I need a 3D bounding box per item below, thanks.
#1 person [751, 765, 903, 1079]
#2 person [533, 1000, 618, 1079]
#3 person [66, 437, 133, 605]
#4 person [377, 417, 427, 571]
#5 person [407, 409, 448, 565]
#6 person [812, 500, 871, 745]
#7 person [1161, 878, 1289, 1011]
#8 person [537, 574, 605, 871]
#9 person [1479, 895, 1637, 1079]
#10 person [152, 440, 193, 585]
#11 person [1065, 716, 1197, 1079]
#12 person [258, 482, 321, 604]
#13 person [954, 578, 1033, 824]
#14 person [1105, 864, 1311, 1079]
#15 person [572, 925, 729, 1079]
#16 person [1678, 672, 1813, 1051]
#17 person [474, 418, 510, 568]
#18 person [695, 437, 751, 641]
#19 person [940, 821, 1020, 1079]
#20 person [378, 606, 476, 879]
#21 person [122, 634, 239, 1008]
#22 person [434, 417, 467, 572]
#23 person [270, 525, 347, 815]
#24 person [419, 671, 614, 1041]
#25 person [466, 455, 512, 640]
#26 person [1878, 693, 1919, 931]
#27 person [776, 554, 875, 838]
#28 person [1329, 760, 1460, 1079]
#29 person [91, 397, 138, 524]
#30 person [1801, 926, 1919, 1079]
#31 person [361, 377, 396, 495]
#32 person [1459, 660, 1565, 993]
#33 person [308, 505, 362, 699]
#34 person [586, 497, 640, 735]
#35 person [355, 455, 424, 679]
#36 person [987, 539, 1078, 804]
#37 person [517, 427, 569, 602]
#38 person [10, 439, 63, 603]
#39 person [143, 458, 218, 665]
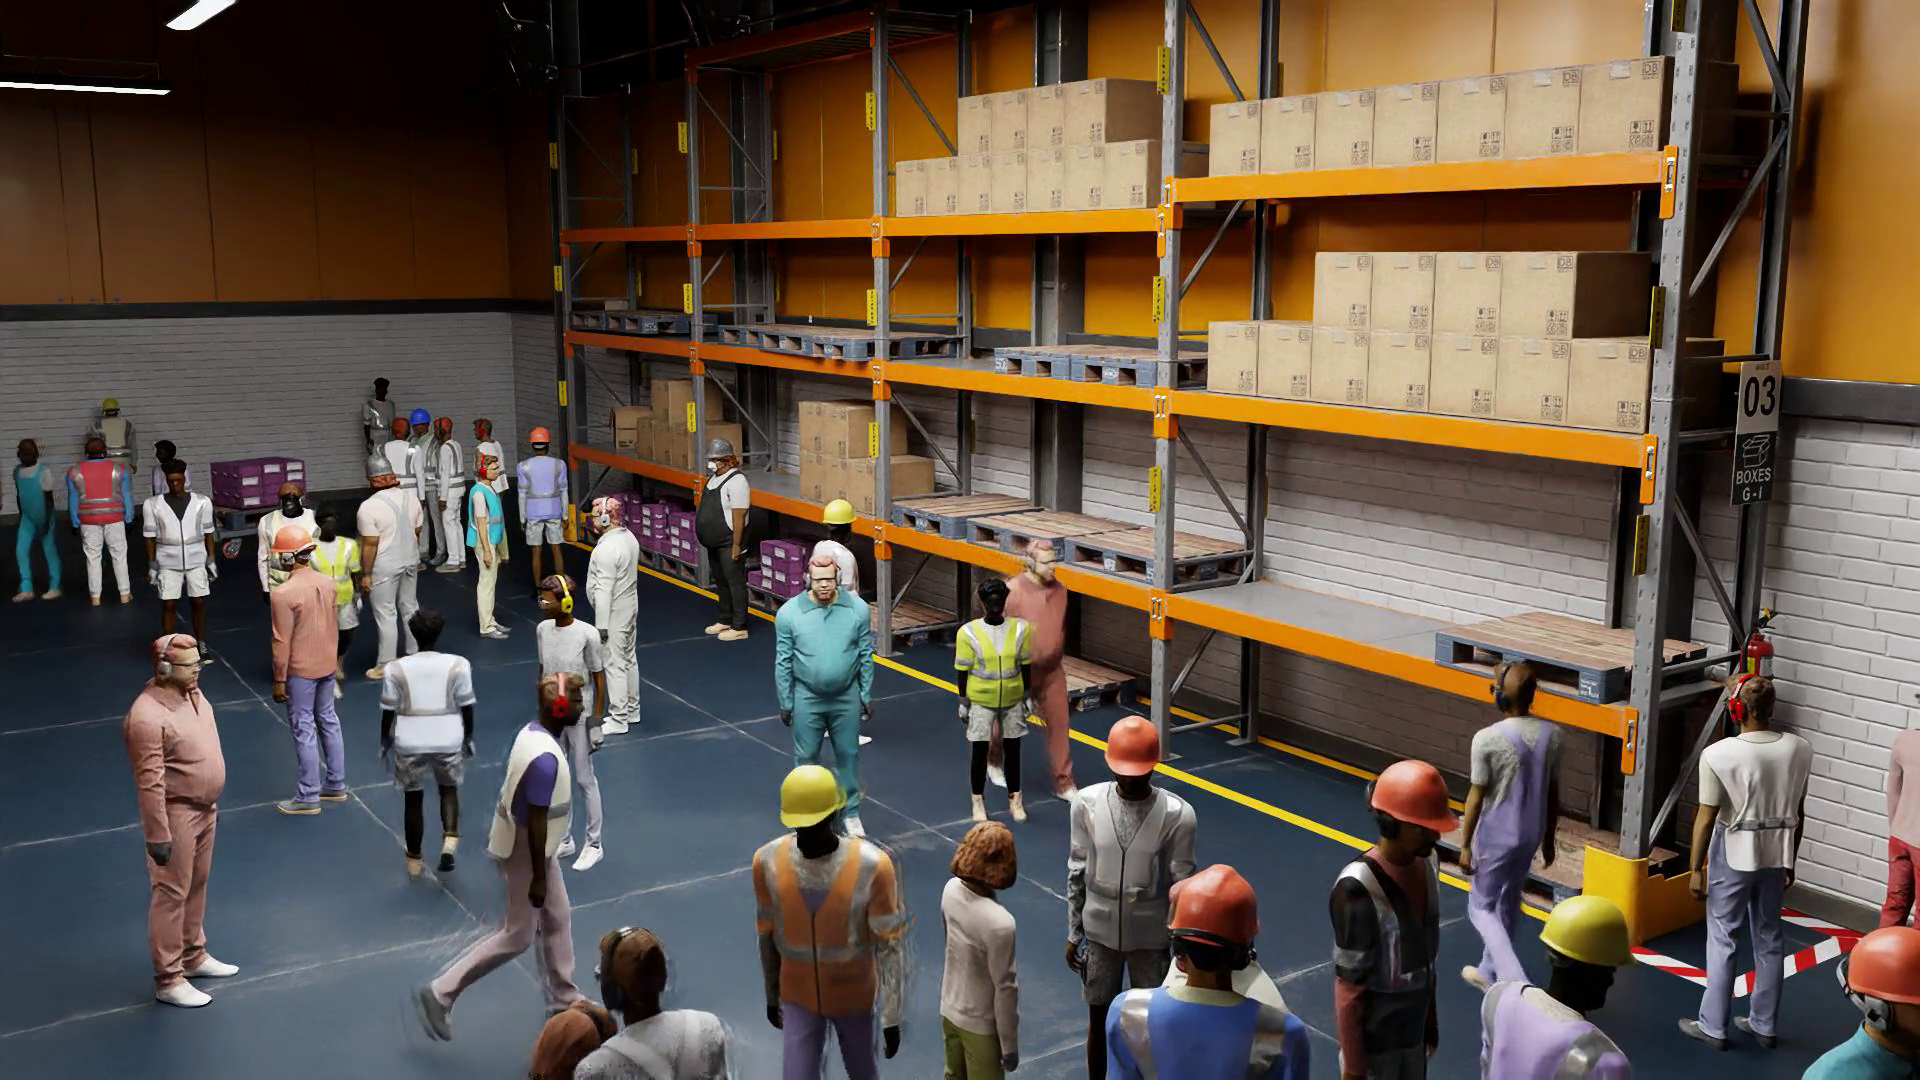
[{"bbox_3d":[-0.510,1.770,6.551,0.634,1.887,0.974,2,10,11],"label":"person"},{"bbox_3d":[-1.176,2.172,4.981,0.569,1.579,0.866,0,10,0],"label":"person"},{"bbox_3d":[-9.403,-0.207,18.218,0.634,1.841,0.429,-5,11,-29],"label":"person"},{"bbox_3d":[-6.719,-0.542,20.072,0.569,1.882,0.338,1,10,6],"label":"person"},{"bbox_3d":[-6.607,-0.660,20.570,0.615,1.943,0.403,5,11,25],"label":"person"},{"bbox_3d":[-0.937,0.642,12.978,0.367,1.927,0.594,-6,11,-32],"label":"person"},{"bbox_3d":[0.781,1.976,5.260,0.400,1.894,0.653,-3,10,-19],"label":"person"},{"bbox_3d":[-2.434,1.126,10.336,0.518,1.862,0.323,5,11,28],"label":"person"},{"bbox_3d":[1.815,1.997,5.073,0.391,1.915,0.592,-4,10,-21],"label":"person"},{"bbox_3d":[-9.156,-0.323,19.321,0.540,1.695,0.317,3,10,18],"label":"person"},{"bbox_3d":[0.711,1.665,7.000,0.550,1.926,0.388,3,10,18],"label":"person"},{"bbox_3d":[-5.830,0.405,14.626,0.624,1.845,0.430,-2,10,-14],"label":"person"},{"bbox_3d":[0.227,1.075,11.154,0.539,1.687,0.320,-2,10,-14],"label":"person"},{"bbox_3d":[0.733,1.953,4.946,0.607,2.044,0.376,3,10,17],"label":"person"},{"bbox_3d":[-1.007,2.042,5.127,0.933,1.799,0.518,9,13,41],"label":"person"},{"bbox_3d":[3.760,1.547,7.941,0.560,1.836,0.393,-2,10,-9],"label":"person"},{"bbox_3d":[-5.744,-0.573,20.398,0.397,1.834,0.573,2,10,9],"label":"person"},{"bbox_3d":[-2.374,-0.025,16.567,0.535,2.000,0.683,-7,12,-34],"label":"person"},{"bbox_3d":[0.078,1.892,6.539,0.288,1.626,0.496,-5,11,-29],"label":"person"},{"bbox_3d":[-3.240,1.251,10.129,0.586,1.674,0.477,-3,10,-19],"label":"person"},{"bbox_3d":[-3.968,1.412,8.529,0.402,1.904,0.652,0,10,-2],"label":"person"},{"bbox_3d":[-6.183,-0.554,20.155,0.359,1.879,0.586,-1,10,-4],"label":"person"},{"bbox_3d":[-4.500,0.881,11.421,0.408,1.987,0.614,3,10,15],"label":"person"},{"bbox_3d":[-2.183,1.538,8.108,0.851,1.804,0.600,-2,10,-14],"label":"person"},{"bbox_3d":[-4.721,0.065,16.603,0.389,1.847,0.567,-2,10,-9],"label":"person"},{"bbox_3d":[4.830,1.522,8.286,0.317,1.769,0.522,-1,10,-7],"label":"person"},{"bbox_3d":[-0.868,1.024,10.834,0.647,1.899,0.399,-2,10,-13],"label":"person"},{"bbox_3d":[1.577,1.775,6.039,0.411,2.032,0.611,9,13,43],"label":"person"},{"bbox_3d":[-11.980,-1.110,23.587,0.586,1.824,0.404,-7,12,-36],"label":"person"},{"bbox_3d":[2.531,2.030,4.631,0.611,1.997,0.375,-6,12,-33],"label":"person"},{"bbox_3d":[-8.888,-1.523,25.601,0.381,1.958,0.602,6,11,32],"label":"person"},{"bbox_3d":[2.752,1.493,8.290,0.530,1.825,0.766,-3,10,-16],"label":"person"},{"bbox_3d":[-5.523,0.508,14.503,0.574,1.680,0.718,-8,12,-38],"label":"person"},{"bbox_3d":[-2.784,0.600,13.316,0.399,1.900,0.644,1,10,7],"label":"person"},{"bbox_3d":[-5.208,0.232,15.058,0.536,2.000,0.673,5,11,26],"label":"person"},{"bbox_3d":[0.489,0.894,11.708,0.646,1.867,0.964,-7,12,-34],"label":"person"},{"bbox_3d":[-4.606,-0.285,18.397,0.549,1.933,0.373,-3,10,-18],"label":"person"},{"bbox_3d":[-10.204,-0.203,18.287,0.510,1.809,0.686,1,10,6],"label":"person"},{"bbox_3d":[-7.216,0.206,15.426,0.609,1.964,0.367,-6,11,-31],"label":"person"}]
